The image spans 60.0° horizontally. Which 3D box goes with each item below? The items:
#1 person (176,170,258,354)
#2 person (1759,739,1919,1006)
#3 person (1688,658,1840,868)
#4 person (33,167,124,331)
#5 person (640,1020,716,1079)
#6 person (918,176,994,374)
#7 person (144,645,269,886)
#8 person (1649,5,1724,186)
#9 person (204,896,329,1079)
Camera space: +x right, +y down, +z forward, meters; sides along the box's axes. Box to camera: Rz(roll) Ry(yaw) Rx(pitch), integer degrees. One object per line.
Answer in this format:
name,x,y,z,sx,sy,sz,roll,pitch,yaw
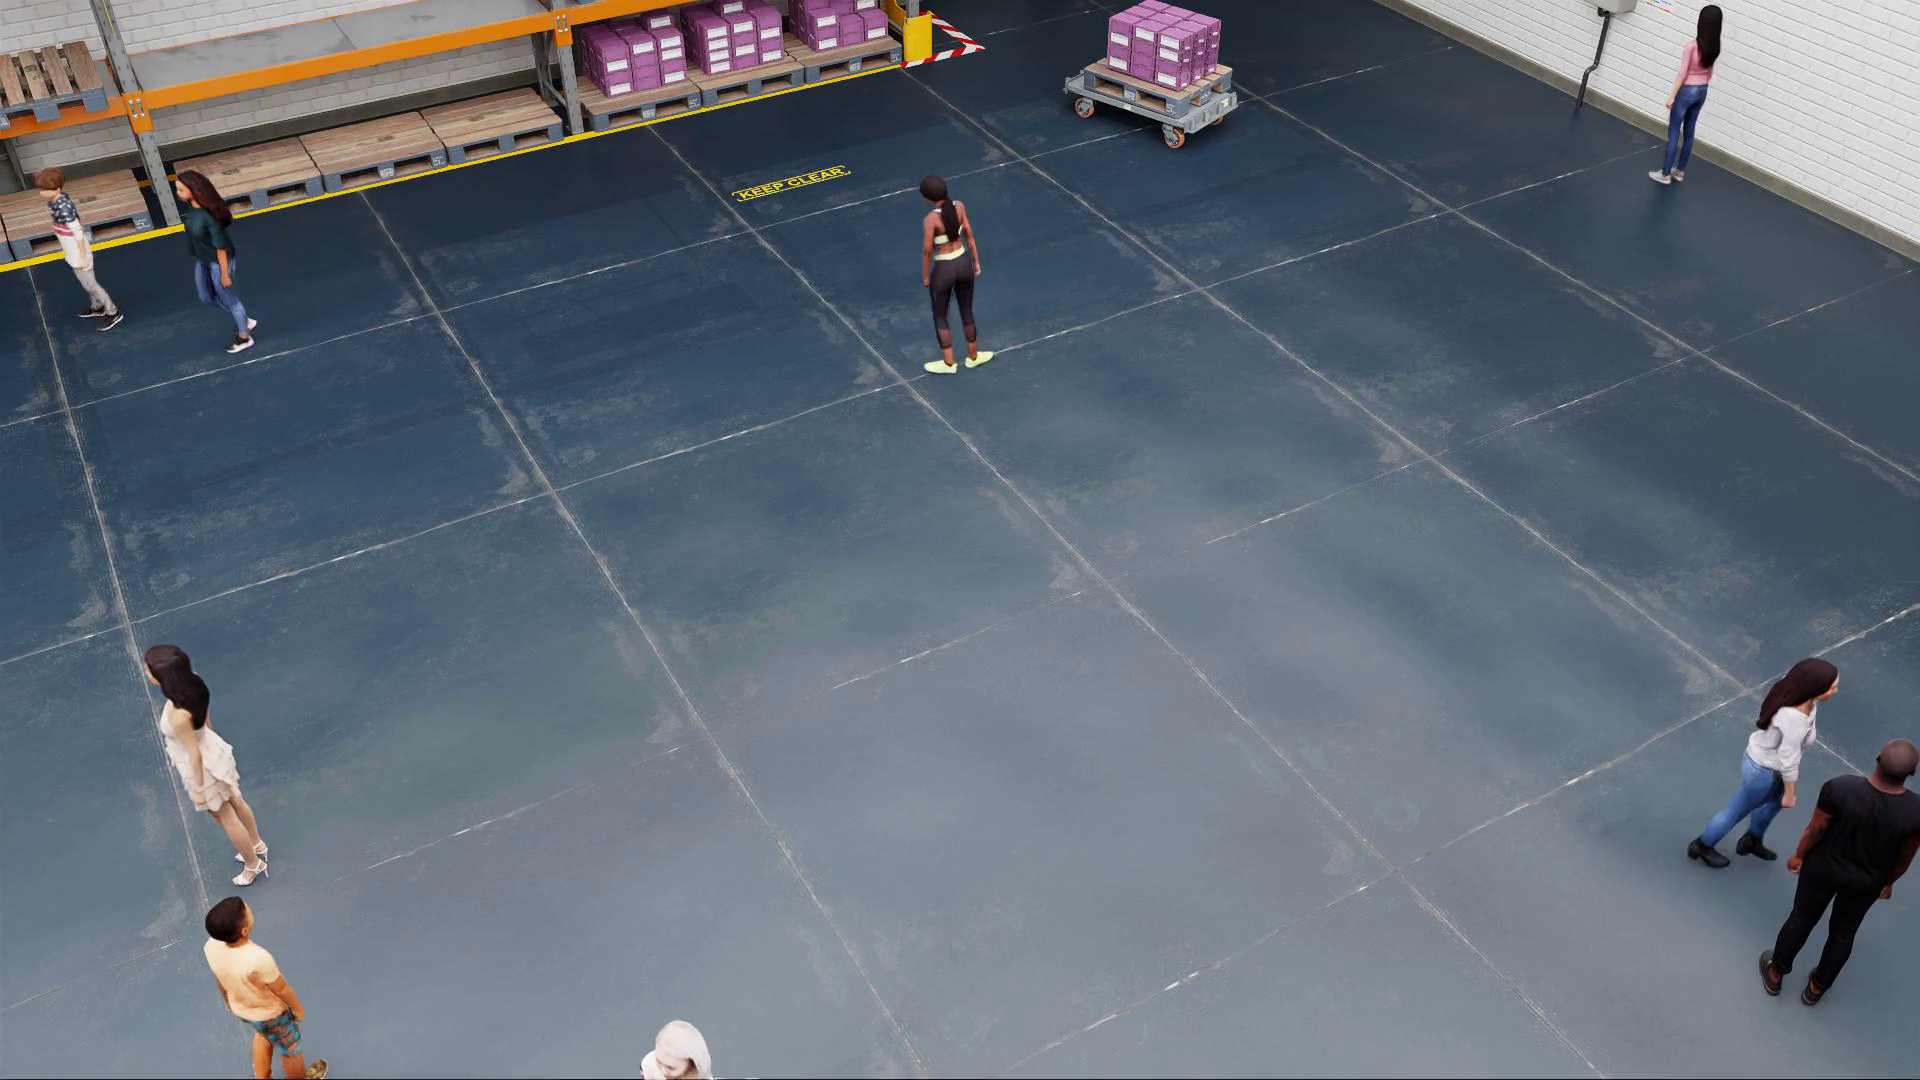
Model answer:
person,-6.001,-2.296,13.591,0.682,1.613,0.668,-32,48,-33
person,4.489,1.689,8.436,0.751,1.819,0.764,17,42,20
person,4.349,1.237,9.168,0.865,1.611,0.809,14,41,16
person,-7.420,-2.474,13.955,0.547,1.436,0.632,-19,42,-22
person,-1.072,2.642,7.282,1.033,1.769,1.218,18,42,21
person,-0.001,-2.120,13.281,0.435,1.724,0.801,-12,40,-14
person,-4.095,1.238,9.068,0.628,1.735,0.650,-7,39,-9
person,7.008,-4.277,15.971,0.486,1.739,0.671,-12,40,-15
person,-3.397,2.279,7.992,0.696,1.451,0.757,10,40,13
